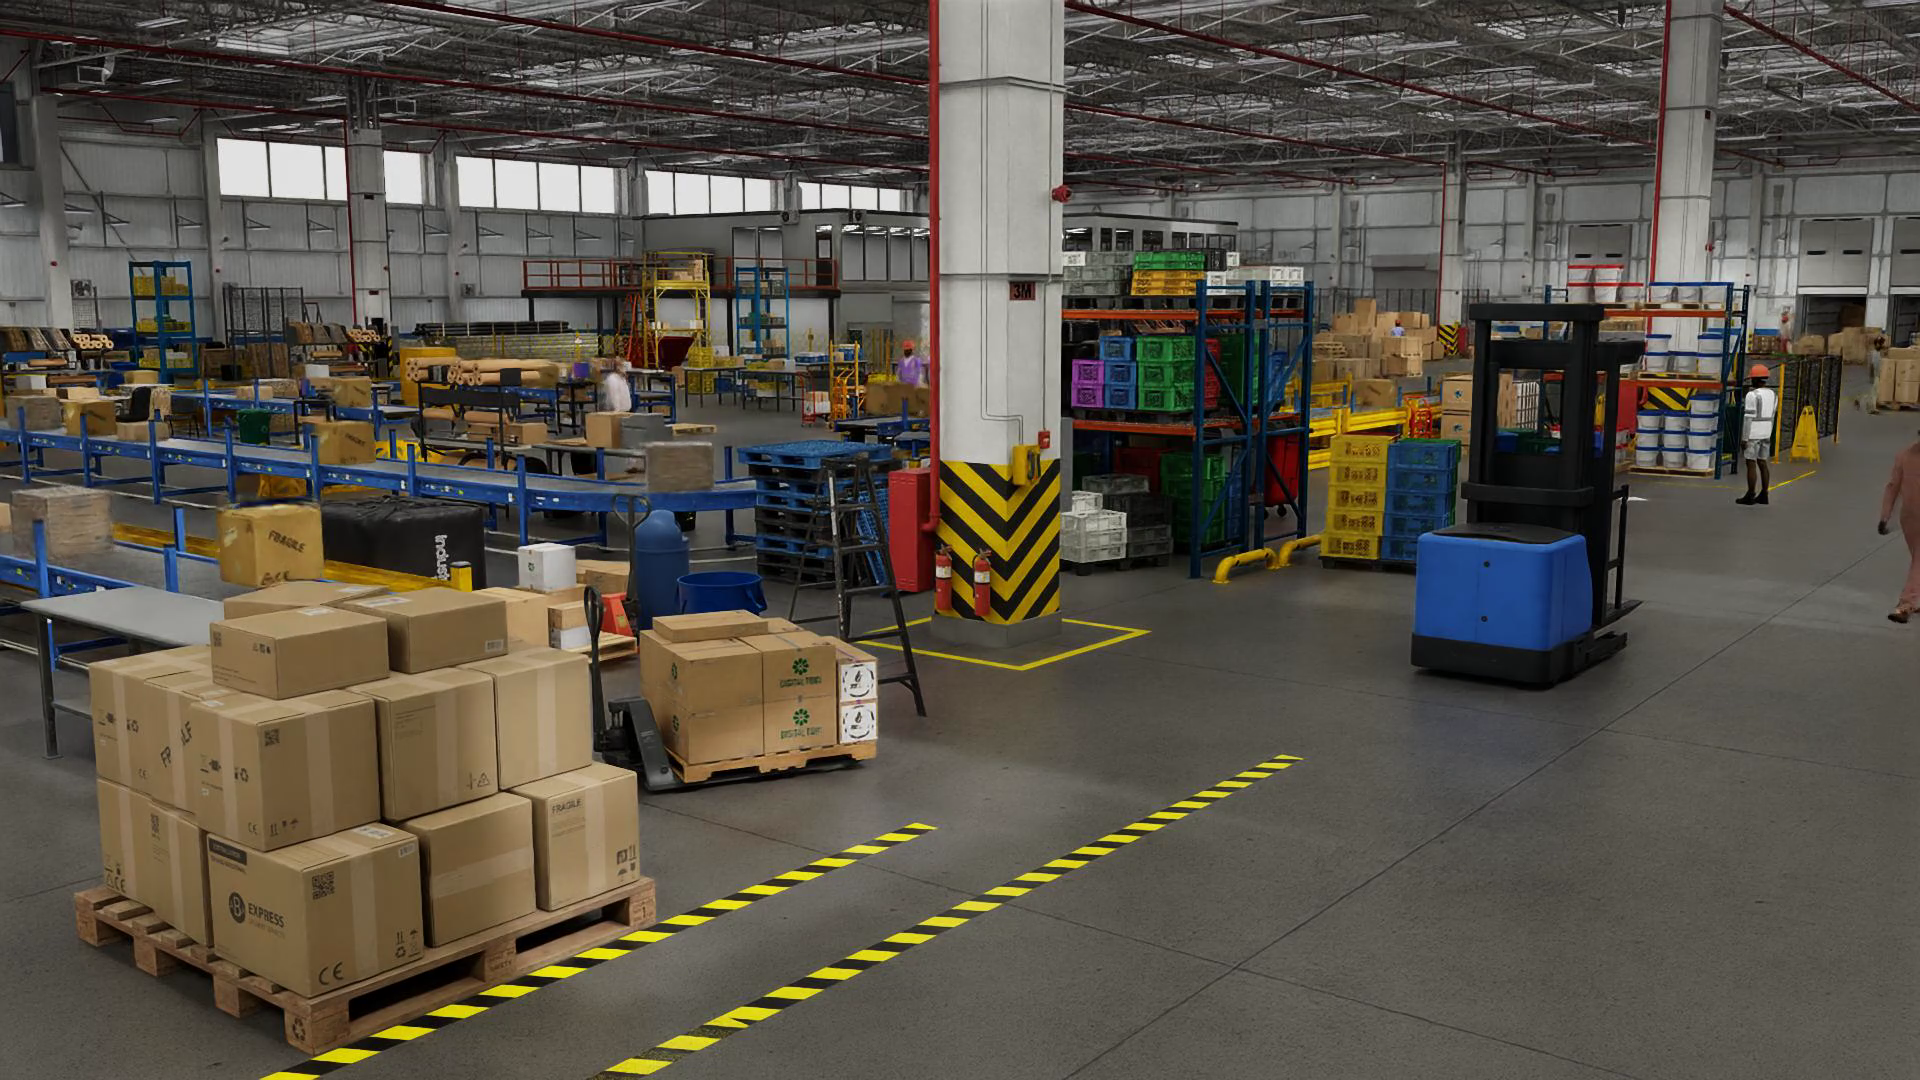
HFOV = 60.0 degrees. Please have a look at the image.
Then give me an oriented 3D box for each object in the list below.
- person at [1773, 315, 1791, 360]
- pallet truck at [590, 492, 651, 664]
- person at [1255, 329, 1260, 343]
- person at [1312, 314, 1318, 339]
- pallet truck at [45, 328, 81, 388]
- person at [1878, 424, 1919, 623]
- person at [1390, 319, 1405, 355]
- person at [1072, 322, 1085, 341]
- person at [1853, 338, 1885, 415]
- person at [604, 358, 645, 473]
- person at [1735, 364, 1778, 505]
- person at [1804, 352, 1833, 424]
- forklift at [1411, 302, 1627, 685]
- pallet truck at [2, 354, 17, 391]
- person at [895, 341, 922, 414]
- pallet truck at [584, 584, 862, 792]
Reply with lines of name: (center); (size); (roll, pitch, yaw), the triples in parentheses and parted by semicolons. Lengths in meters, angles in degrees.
person: (35.358, -8.679, 71.540); (0.989, 1.947, 0.640); (-2, 9, -10)
pallet truck: (-3.115, 0.344, 12.883); (0.653, 1.274, 1.630); (7, 11, 37)
person: (12.400, -8.164, 68.407); (0.516, 1.843, 0.327); (2, 9, 13)
person: (18.478, -10.940, 87.139); (0.627, 1.843, 0.429); (2, 9, 12)
pallet truck: (-23.775, -4.544, 43.495); (1.885, 1.965, 0.823); (6, 10, 35)
person: (8.539, -0.201, 14.755); (1.052, 1.839, 0.669); (-5, 10, -32)
person: (16.681, -7.475, 63.457); (0.553, 1.934, 0.365); (2, 9, 11)
person: (4.346, -7.102, 61.160); (0.580, 1.868, 0.629); (3, 9, 21)
person: (21.822, -3.920, 39.820); (0.516, 1.849, 0.615); (-8, 12, -44)
person: (-5.576, -1.996, 26.738); (0.874, 1.876, 0.635); (1, 9, 8)
person: (10.911, -1.436, 22.798); (0.539, 1.930, 0.385); (-5, 10, -28)
person: (19.000, -3.372, 36.884); (0.761, 1.611, 0.523); (2, 9, 14)
forklift: (4.379, -0.438, 12.852); (1.129, 2.768, 1.873); (7, 11, 37)
pallet truck: (-24.881, -4.417, 42.634); (1.885, 1.965, 0.823); (8, 11, 41)
person: (-1.117, -3.304, 35.522); (0.553, 1.876, 1.055); (5, 10, 31)
pallet truck: (-1.426, 0.805, 10.019); (1.601, 1.201, 0.680); (-4, 9, -26)
